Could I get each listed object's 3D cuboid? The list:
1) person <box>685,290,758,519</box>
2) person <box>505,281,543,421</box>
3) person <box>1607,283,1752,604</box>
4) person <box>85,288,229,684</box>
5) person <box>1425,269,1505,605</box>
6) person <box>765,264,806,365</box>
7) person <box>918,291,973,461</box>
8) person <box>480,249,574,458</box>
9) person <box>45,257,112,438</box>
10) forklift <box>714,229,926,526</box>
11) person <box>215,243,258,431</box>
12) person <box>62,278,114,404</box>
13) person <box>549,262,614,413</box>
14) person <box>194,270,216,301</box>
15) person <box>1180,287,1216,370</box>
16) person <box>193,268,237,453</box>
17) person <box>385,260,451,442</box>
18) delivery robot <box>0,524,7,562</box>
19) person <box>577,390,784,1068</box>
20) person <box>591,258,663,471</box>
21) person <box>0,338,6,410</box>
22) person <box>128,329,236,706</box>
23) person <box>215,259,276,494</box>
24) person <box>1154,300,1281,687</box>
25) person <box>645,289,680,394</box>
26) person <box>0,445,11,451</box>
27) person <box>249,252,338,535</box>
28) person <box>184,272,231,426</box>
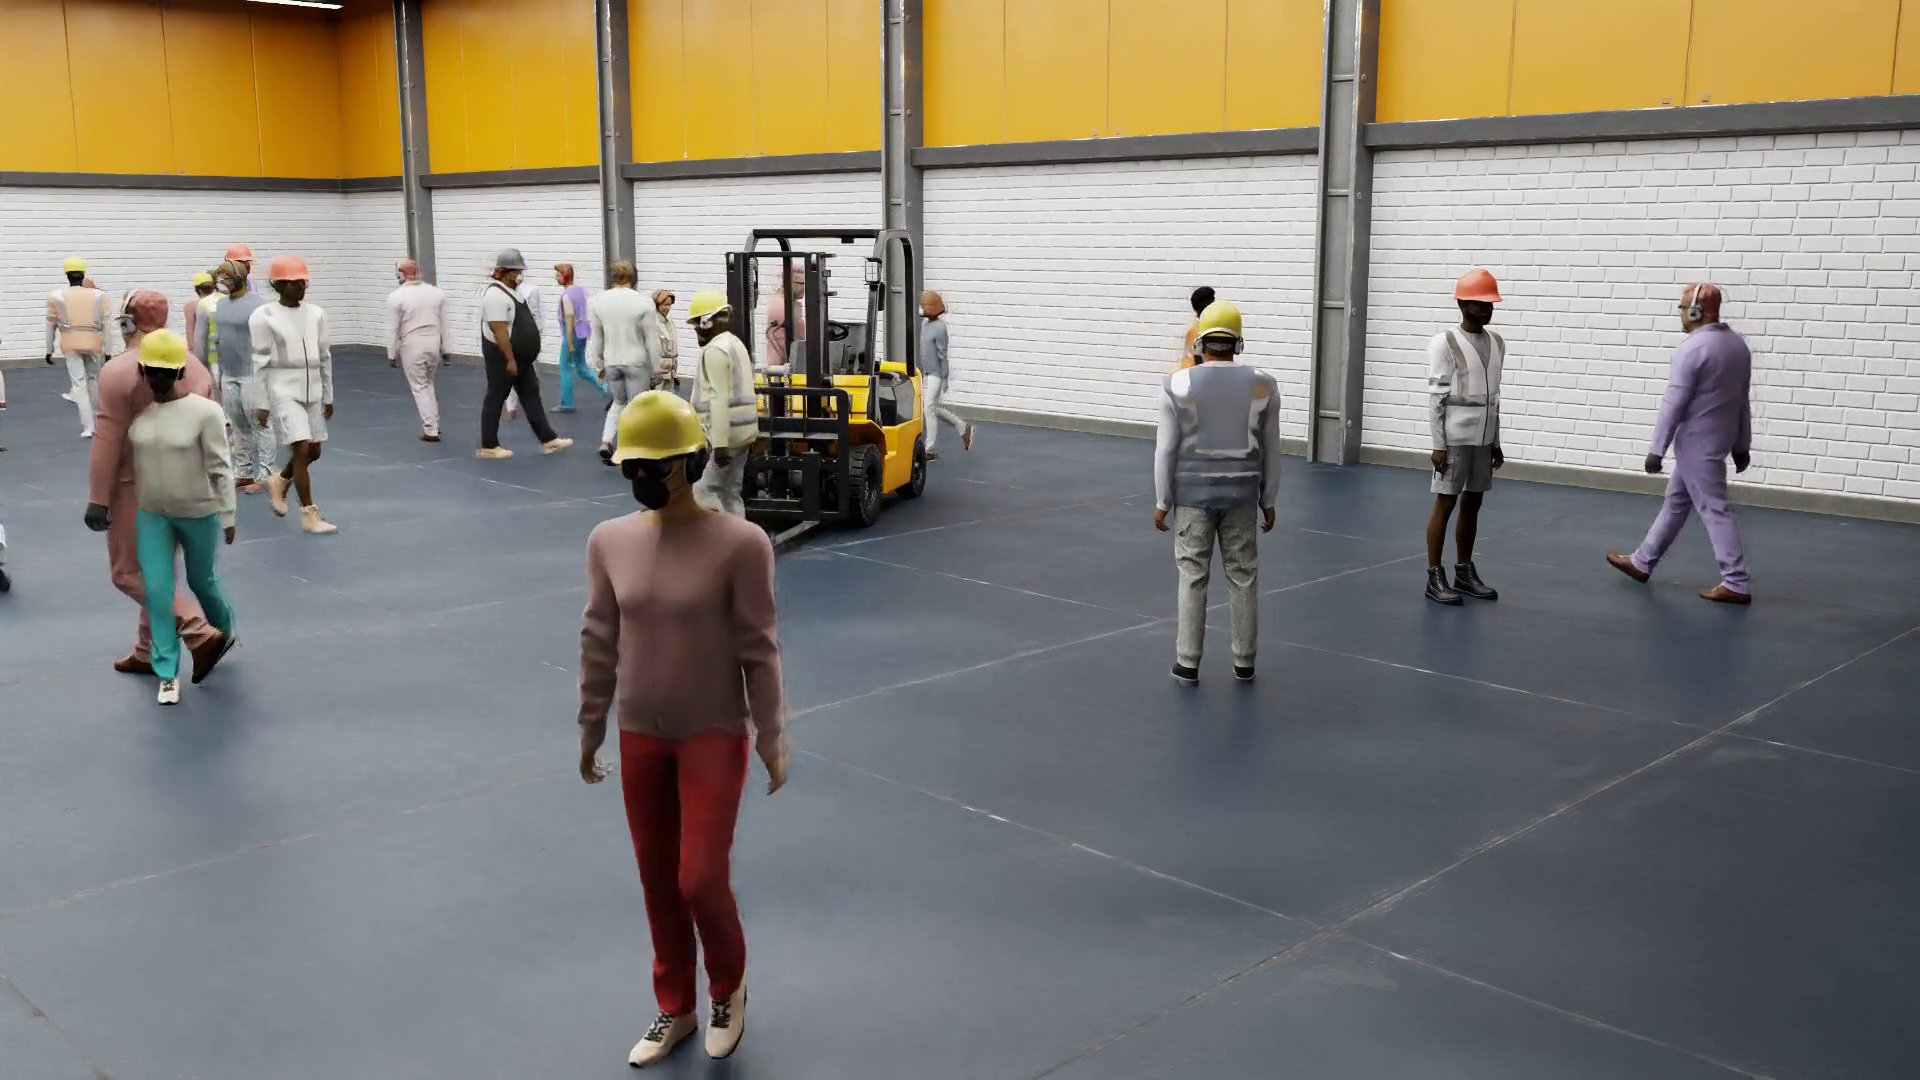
[{"bbox_3d":[-1.486,-0.634,10.278,0.459,1.794,0.654,1,10,8],"label":"person"},{"bbox_3d":[-5.153,-2.374,19.415,0.608,1.928,0.777,0,10,-2],"label":"person"},{"bbox_3d":[4.321,-0.583,9.849,0.664,1.842,1.003,-8,13,-39],"label":"person"},{"bbox_3d":[-3.821,-0.242,7.878,0.746,1.883,0.668,3,11,14],"label":"person"},{"bbox_3d":[2.956,-0.595,9.671,0.545,1.938,0.355,-6,12,-30],"label":"person"},{"bbox_3d":[-1.490,-1.455,14.509,0.514,1.877,0.668,-1,10,-8],"label":"person"},{"bbox_3d":[-0.163,-1.554,15.772,0.650,1.615,0.508,-4,11,-21],"label":"person"},{"bbox_3d":[-4.193,-1.793,15.922,0.961,2.000,0.707,0,10,2],"label":"person"},{"bbox_3d":[-9.377,-2.042,17.675,0.614,1.891,0.875,-8,13,-37],"label":"person"},{"bbox_3d":[-1.050,-1.319,12.920,1.214,2.155,2.313,2,11,13],"label":"forklift"},{"bbox_3d":[-7.807,-2.203,18.146,0.393,2.044,0.609,2,11,12],"label":"person"},{"bbox_3d":[-10.929,-2.485,20.927,0.872,1.590,0.537,4,11,19],"label":"person"},{"bbox_3d":[-4.548,-2.406,19.880,0.775,1.814,0.600,1,10,6],"label":"person"},{"bbox_3d":[-11.273,-3.251,25.066,0.513,1.598,0.800,-1,10,-6],"label":"person"},{"bbox_3d":[2.267,-1.456,15.098,0.849,1.656,0.553,3,11,18],"label":"person"},{"bbox_3d":[-7.231,-1.770,16.399,0.856,1.808,0.645,10,14,44],"label":"person"},{"bbox_3d":[-5.652,-1.952,17.224,0.642,1.874,0.661,8,13,37],"label":"person"},{"bbox_3d":[-6.066,-0.003,9.958,0.707,0.478,0.477,5,12,28],"label":"delivery robot"},{"bbox_3d":[-0.722,0.498,4.210,0.559,1.754,0.375,4,11,19],"label":"person"},{"bbox_3d":[-3.005,-1.567,15.007,0.636,1.923,0.463,4,11,19],"label":"person"},{"bbox_3d":[-11.894,-2.485,20.163,0.323,1.870,0.518,5,12,26],"label":"person"},{"bbox_3d":[-3.672,-0.149,7.846,0.529,1.715,0.848,-2,11,-10],"label":"person"},{"bbox_3d":[-5.930,-1.346,13.779,0.627,1.935,0.371,6,12,30],"label":"person"},{"bbox_3d":[1.212,-0.215,7.883,0.599,1.830,0.403,0,10,-2],"label":"person"},{"bbox_3d":[-2.772,-1.501,15.427,0.310,1.640,0.514,4,11,18],"label":"person"},{"bbox_3d":[-9.724,-1.776,16.360,0.505,1.852,0.514,0,10,2],"label":"person"},{"bbox_3d":[-4.844,-1.059,12.009,0.852,2.017,0.611,7,12,33],"label":"person"},{"bbox_3d":[-8.457,-2.148,18.736,0.920,1.711,0.548,10,14,43],"label":"person"}]
